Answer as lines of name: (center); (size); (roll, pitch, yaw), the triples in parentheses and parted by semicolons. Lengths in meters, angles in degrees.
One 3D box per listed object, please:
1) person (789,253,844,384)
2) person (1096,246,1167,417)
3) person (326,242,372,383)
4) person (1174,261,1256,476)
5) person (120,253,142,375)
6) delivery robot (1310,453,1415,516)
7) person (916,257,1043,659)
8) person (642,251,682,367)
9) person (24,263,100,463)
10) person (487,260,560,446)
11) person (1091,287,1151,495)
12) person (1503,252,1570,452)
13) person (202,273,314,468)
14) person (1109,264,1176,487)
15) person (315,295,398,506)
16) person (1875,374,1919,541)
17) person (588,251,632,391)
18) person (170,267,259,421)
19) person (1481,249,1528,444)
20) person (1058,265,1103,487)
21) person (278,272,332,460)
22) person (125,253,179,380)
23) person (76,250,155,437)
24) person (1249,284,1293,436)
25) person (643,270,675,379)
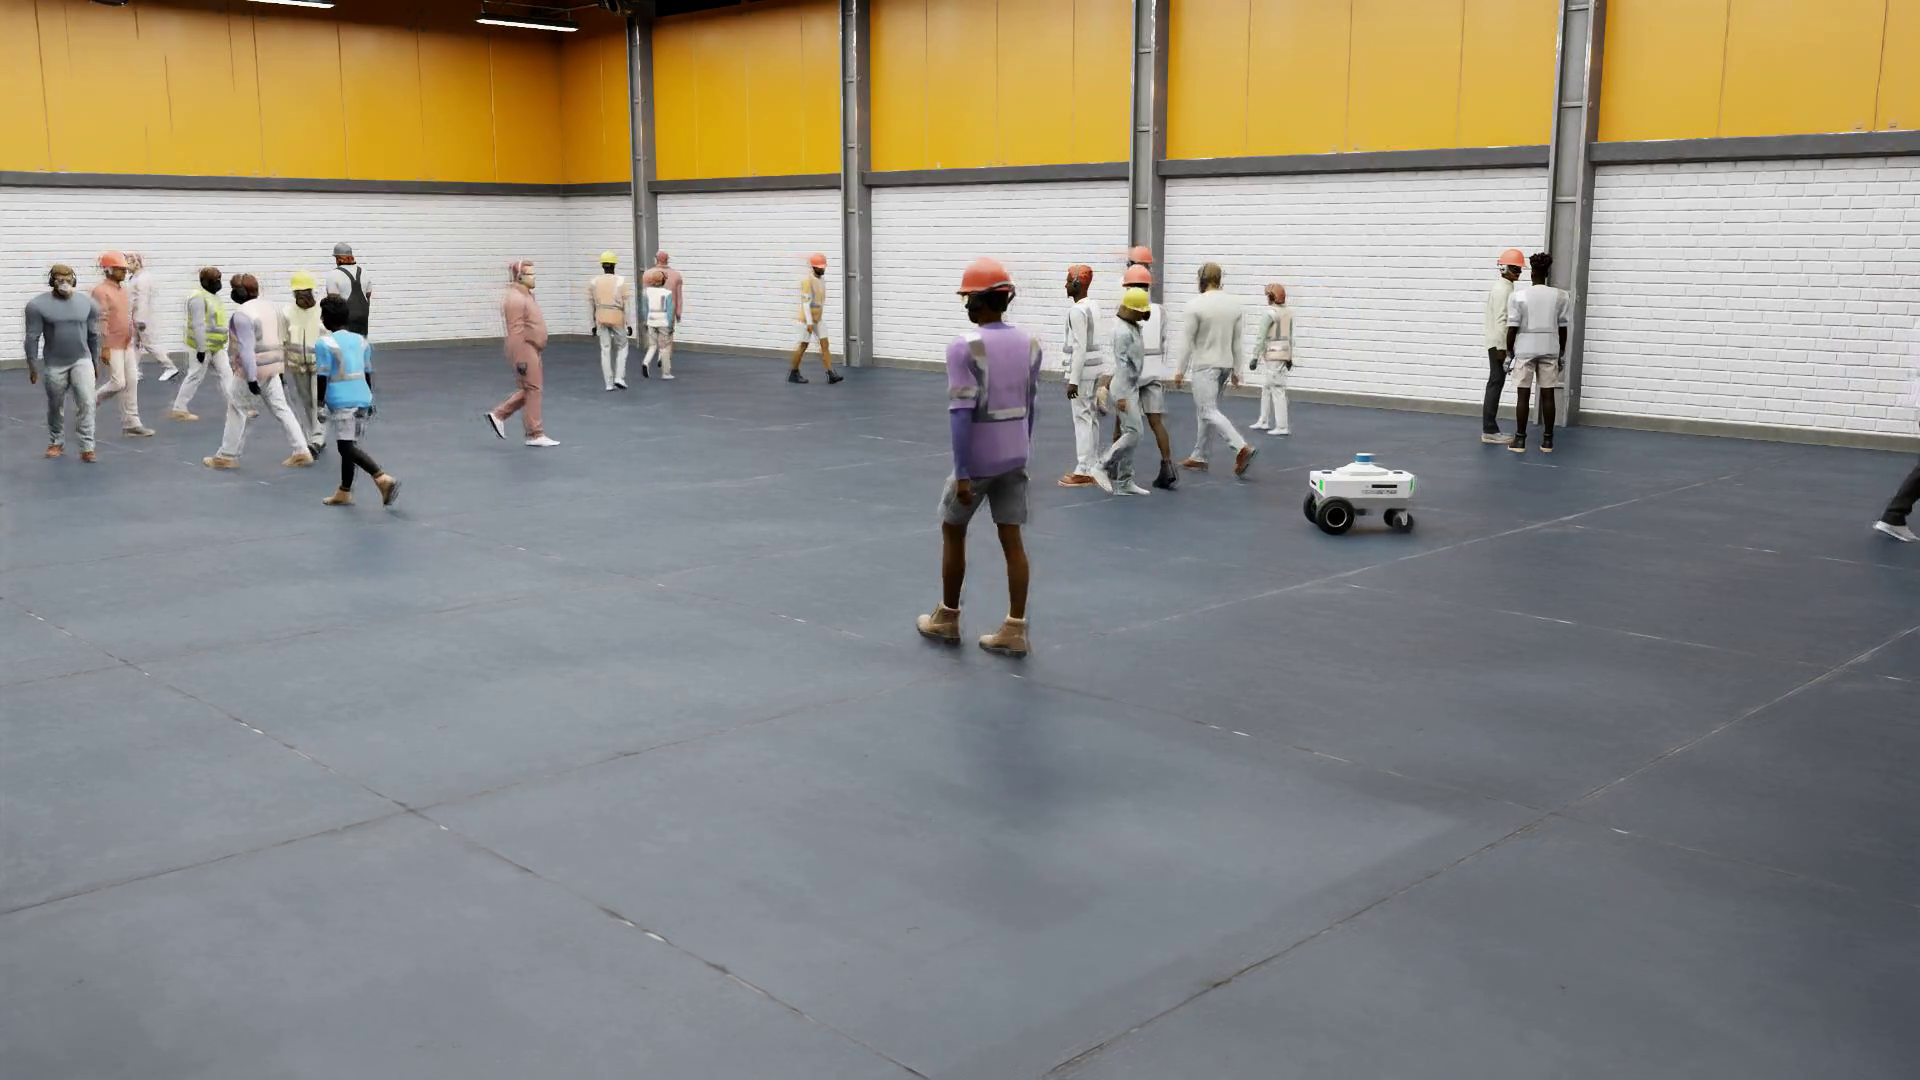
person: (-2.077, -3.166, 23.832); (0.992, 1.873, 0.575); (7, 12, 32)
person: (1.993, -2.417, 19.409); (0.870, 2.016, 0.617); (-4, 11, -20)
person: (-8.435, -3.063, 22.849); (0.536, 2.000, 0.673); (6, 12, 31)
person: (2.304, -1.515, 14.783); (0.639, 1.909, 0.899); (-8, 13, -38)
person: (-12.805, -3.452, 25.430); (0.329, 1.873, 0.515); (-7, 13, -35)
delivery robot: (2.909, -0.384, 12.038); (0.707, 0.478, 0.477); (0, 10, 0)
person: (0.086, -0.432, 8.558); (0.633, 2.012, 0.873); (-8, 13, -36)
person: (-4.732, -3.658, 26.505); (0.658, 1.887, 0.544); (-5, 12, -26)
person: (-8.511, -1.681, 15.780); (0.651, 1.893, 0.861); (-8, 13, -37)
person: (-4.445, -1.878, 16.808); (0.664, 1.888, 0.650); (-1, 10, -4)
person: (1.356, -1.195, 13.530); (0.406, 1.711, 0.560); (4, 11, 19)
person: (5.665, -1.839, 16.373); (0.608, 1.966, 0.374); (1, 10, 5)
person: (-6.443, -1.537, 15.227); (0.981, 1.796, 0.626); (1, 10, 8)
person: (1.567, -1.404, 14.225); (0.548, 1.896, 0.995); (-4, 11, -23)
person: (-4.710, -1.064, 12.954); (0.733, 1.672, 0.541); (4, 11, 19)
person: (6.783, -0.887, 11.425); (0.657, 1.924, 0.604); (4, 11, 21)
person: (-4.787, -3.008, 22.896); (0.622, 1.908, 0.534); (1, 10, 6)
person: (-8.627, -2.231, 19.053); (0.972, 1.780, 0.680); (0, 10, 1)
person: (5.613, -1.998, 17.173); (0.394, 1.989, 0.616); (4, 11, 20)
person: (1.029, -1.391, 14.162); (0.361, 1.883, 0.574); (3, 11, 18)
person: (-6.257, -1.671, 15.969); (0.615, 1.774, 0.933); (-1, 10, -4)
person: (-11.955, -3.246, 24.375); (0.846, 1.887, 0.658); (-7, 12, -34)
person: (-8.953, -2.059, 17.544); (0.672, 1.980, 0.627); (1, 10, 4)
person: (3.292, -1.933, 17.855); (0.681, 1.616, 0.518); (8, 13, 37)
person: (-4.457, -3.162, 24.526); (0.527, 1.622, 0.514); (4, 11, 22)
